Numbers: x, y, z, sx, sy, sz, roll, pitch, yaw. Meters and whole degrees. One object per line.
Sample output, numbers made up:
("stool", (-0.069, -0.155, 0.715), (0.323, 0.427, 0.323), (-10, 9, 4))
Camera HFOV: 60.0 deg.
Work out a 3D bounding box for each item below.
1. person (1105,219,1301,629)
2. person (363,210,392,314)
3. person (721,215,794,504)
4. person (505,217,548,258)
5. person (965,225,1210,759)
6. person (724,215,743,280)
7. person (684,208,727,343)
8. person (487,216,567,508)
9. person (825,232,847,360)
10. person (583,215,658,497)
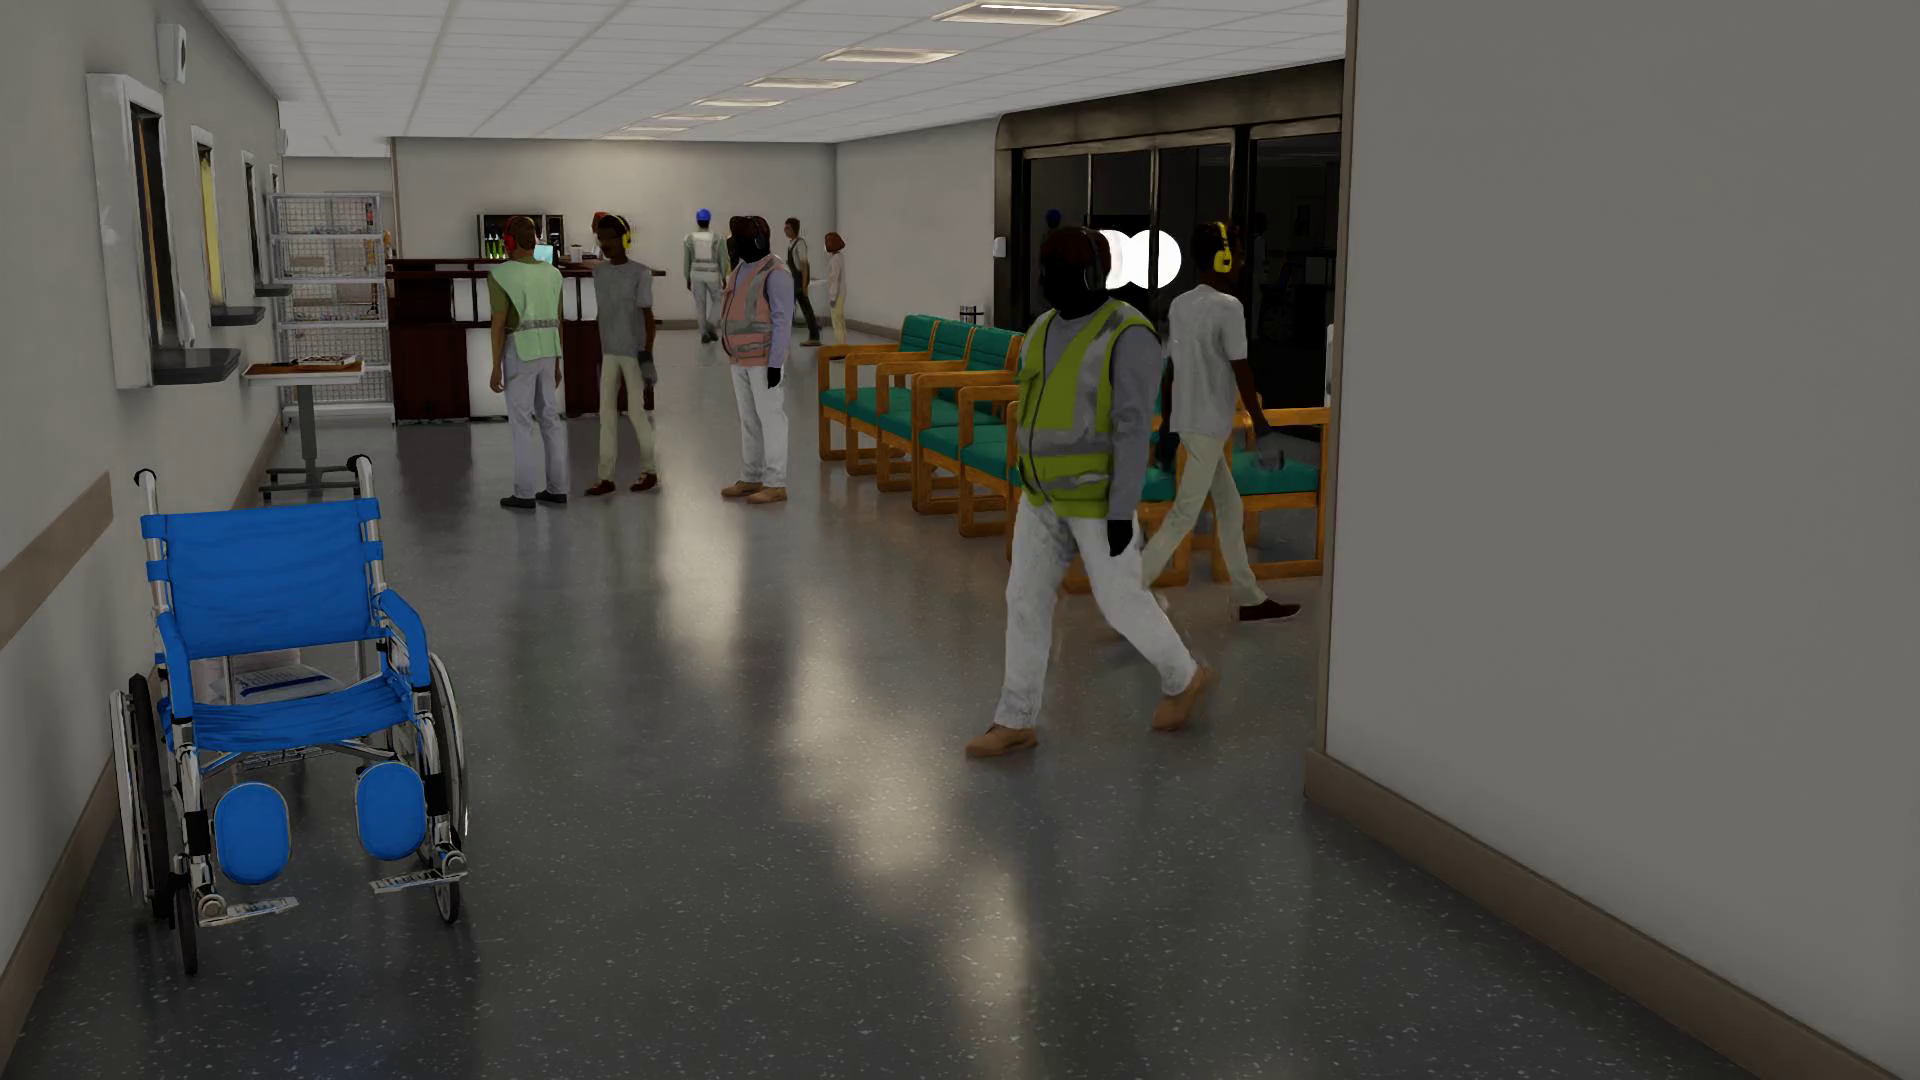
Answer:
("person", (1.062, -0.475, 7.262), (0.996, 1.825, 0.536), (-3, 12, -17))
("person", (-10.986, -5.229, 31.344), (0.551, 1.935, 0.375), (1, 11, 5))
("person", (-1.314, -1.154, 10.696), (0.429, 1.840, 0.624), (-8, 14, -35))
("person", (-5.767, -3.400, 22.263), (0.597, 1.824, 0.403), (-3, 11, -16))
("person", (0.476, -0.163, 5.698), (0.884, 1.814, 0.630), (-8, 14, -36))
("person", (-3.525, -4.188, 26.259), (0.430, 1.841, 0.623), (-1, 11, -7))
("person", (-3.683, -3.818, 24.095), (0.632, 1.936, 0.432), (0, 11, 2))
("person", (-2.709, -1.114, 10.510), (0.388, 1.835, 0.560), (7, 13, 31))
("person", (-1.588, -3.108, 21.275), (0.285, 1.627, 0.504), (1, 11, 4))
("person", (-2.237, -1.208, 11.003), (0.582, 1.853, 0.563), (5, 12, 26))
